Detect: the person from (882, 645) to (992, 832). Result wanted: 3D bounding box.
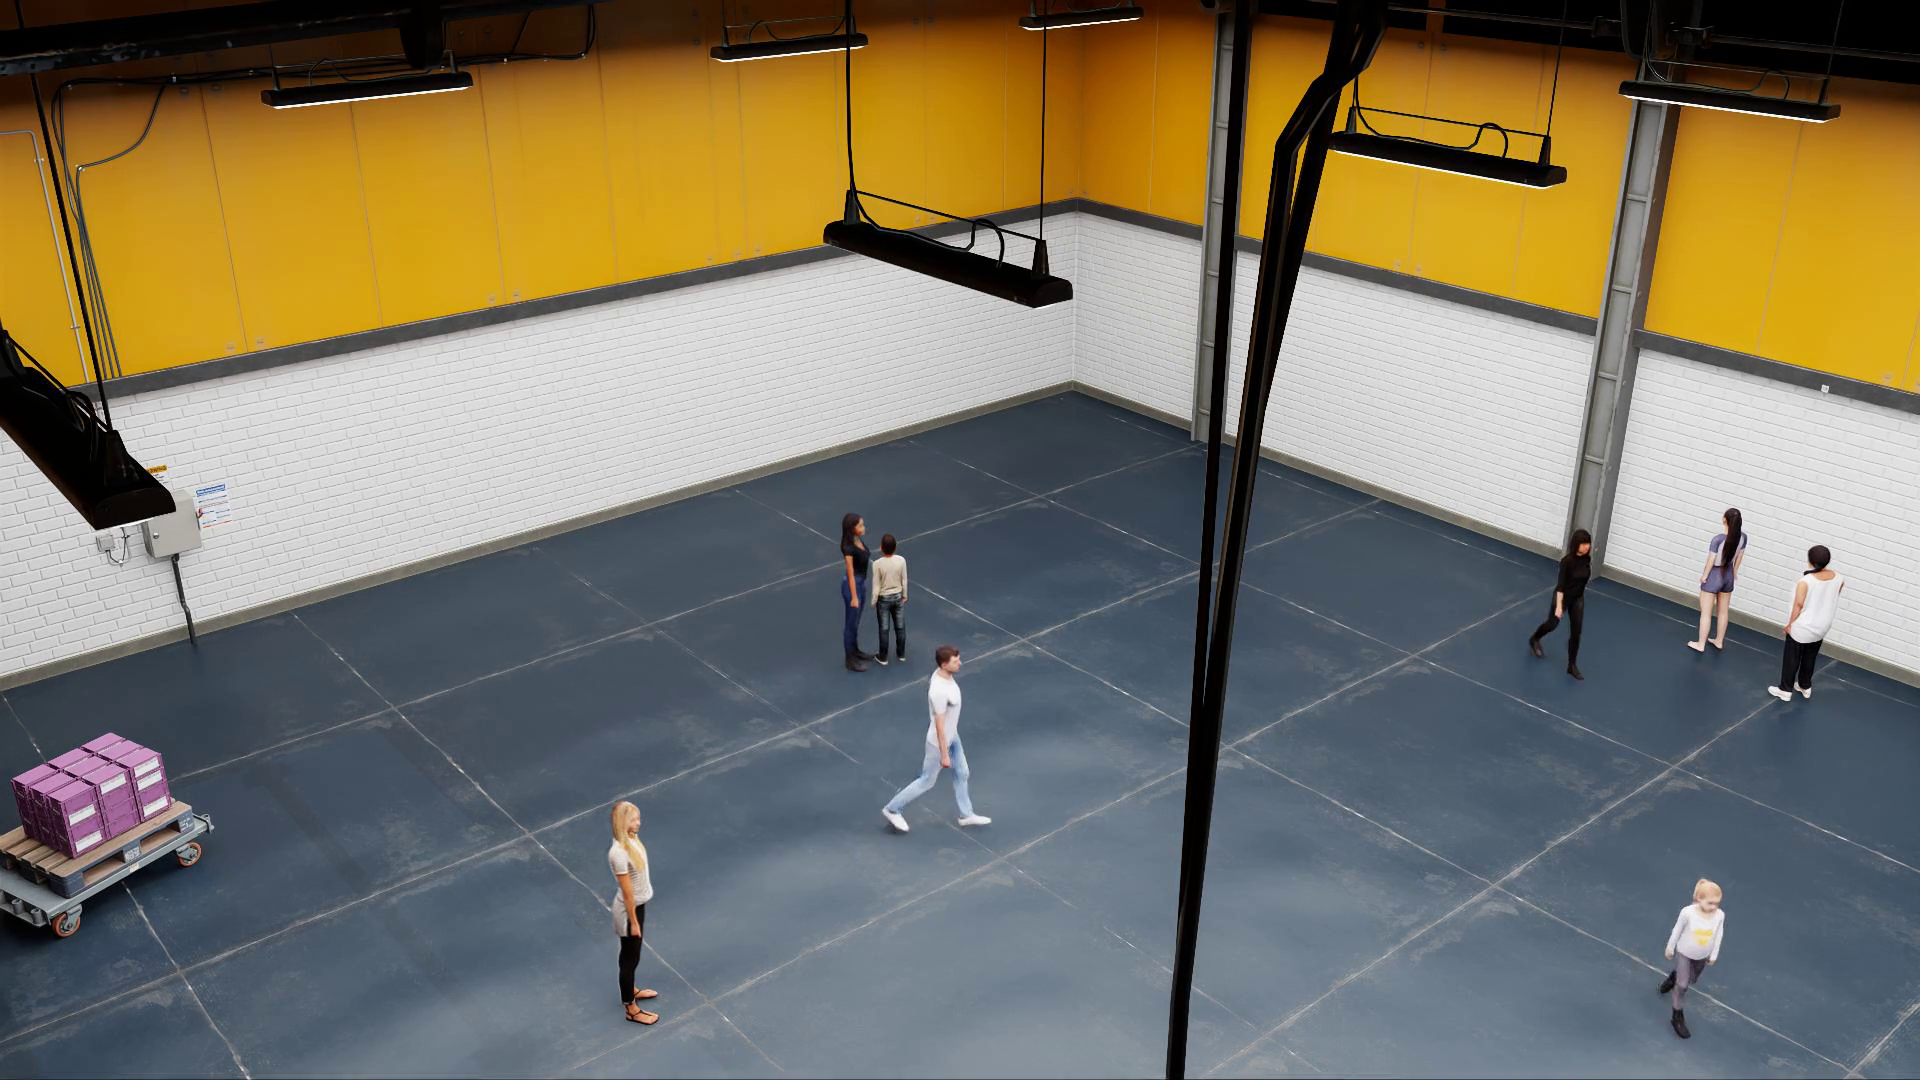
[{"bbox_3d":[-0.260,1.769,14.608,1.254,1.813,1.188,3,24,7],"label":"person"}]

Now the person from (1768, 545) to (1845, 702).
[{"bbox_3d":[8.610,0.829,16.910,0.751,1.692,0.759,-5,24,-12],"label":"person"}]

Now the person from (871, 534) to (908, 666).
[{"bbox_3d":[-0.747,0.625,17.661,0.609,1.464,0.597,-8,25,-18],"label":"person"}]

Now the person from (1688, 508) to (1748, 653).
[{"bbox_3d":[8.177,0.422,17.892,0.667,1.650,0.653,-7,24,-15],"label":"person"}]

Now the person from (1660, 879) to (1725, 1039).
[{"bbox_3d":[5.437,3.036,12.410,0.817,1.253,0.892,2,24,5],"label":"person"}]

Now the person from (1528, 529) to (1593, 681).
[{"bbox_3d":[6.344,0.608,17.518,0.831,1.611,1.113,-8,25,-17],"label":"person"}]

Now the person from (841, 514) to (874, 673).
[{"bbox_3d":[-1.120,0.530,17.535,0.696,1.740,0.644,3,24,7],"label":"person"}]

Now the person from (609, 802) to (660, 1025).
[{"bbox_3d":[-2.458,2.744,12.365,0.756,1.823,0.640,-4,24,-9],"label":"person"}]
